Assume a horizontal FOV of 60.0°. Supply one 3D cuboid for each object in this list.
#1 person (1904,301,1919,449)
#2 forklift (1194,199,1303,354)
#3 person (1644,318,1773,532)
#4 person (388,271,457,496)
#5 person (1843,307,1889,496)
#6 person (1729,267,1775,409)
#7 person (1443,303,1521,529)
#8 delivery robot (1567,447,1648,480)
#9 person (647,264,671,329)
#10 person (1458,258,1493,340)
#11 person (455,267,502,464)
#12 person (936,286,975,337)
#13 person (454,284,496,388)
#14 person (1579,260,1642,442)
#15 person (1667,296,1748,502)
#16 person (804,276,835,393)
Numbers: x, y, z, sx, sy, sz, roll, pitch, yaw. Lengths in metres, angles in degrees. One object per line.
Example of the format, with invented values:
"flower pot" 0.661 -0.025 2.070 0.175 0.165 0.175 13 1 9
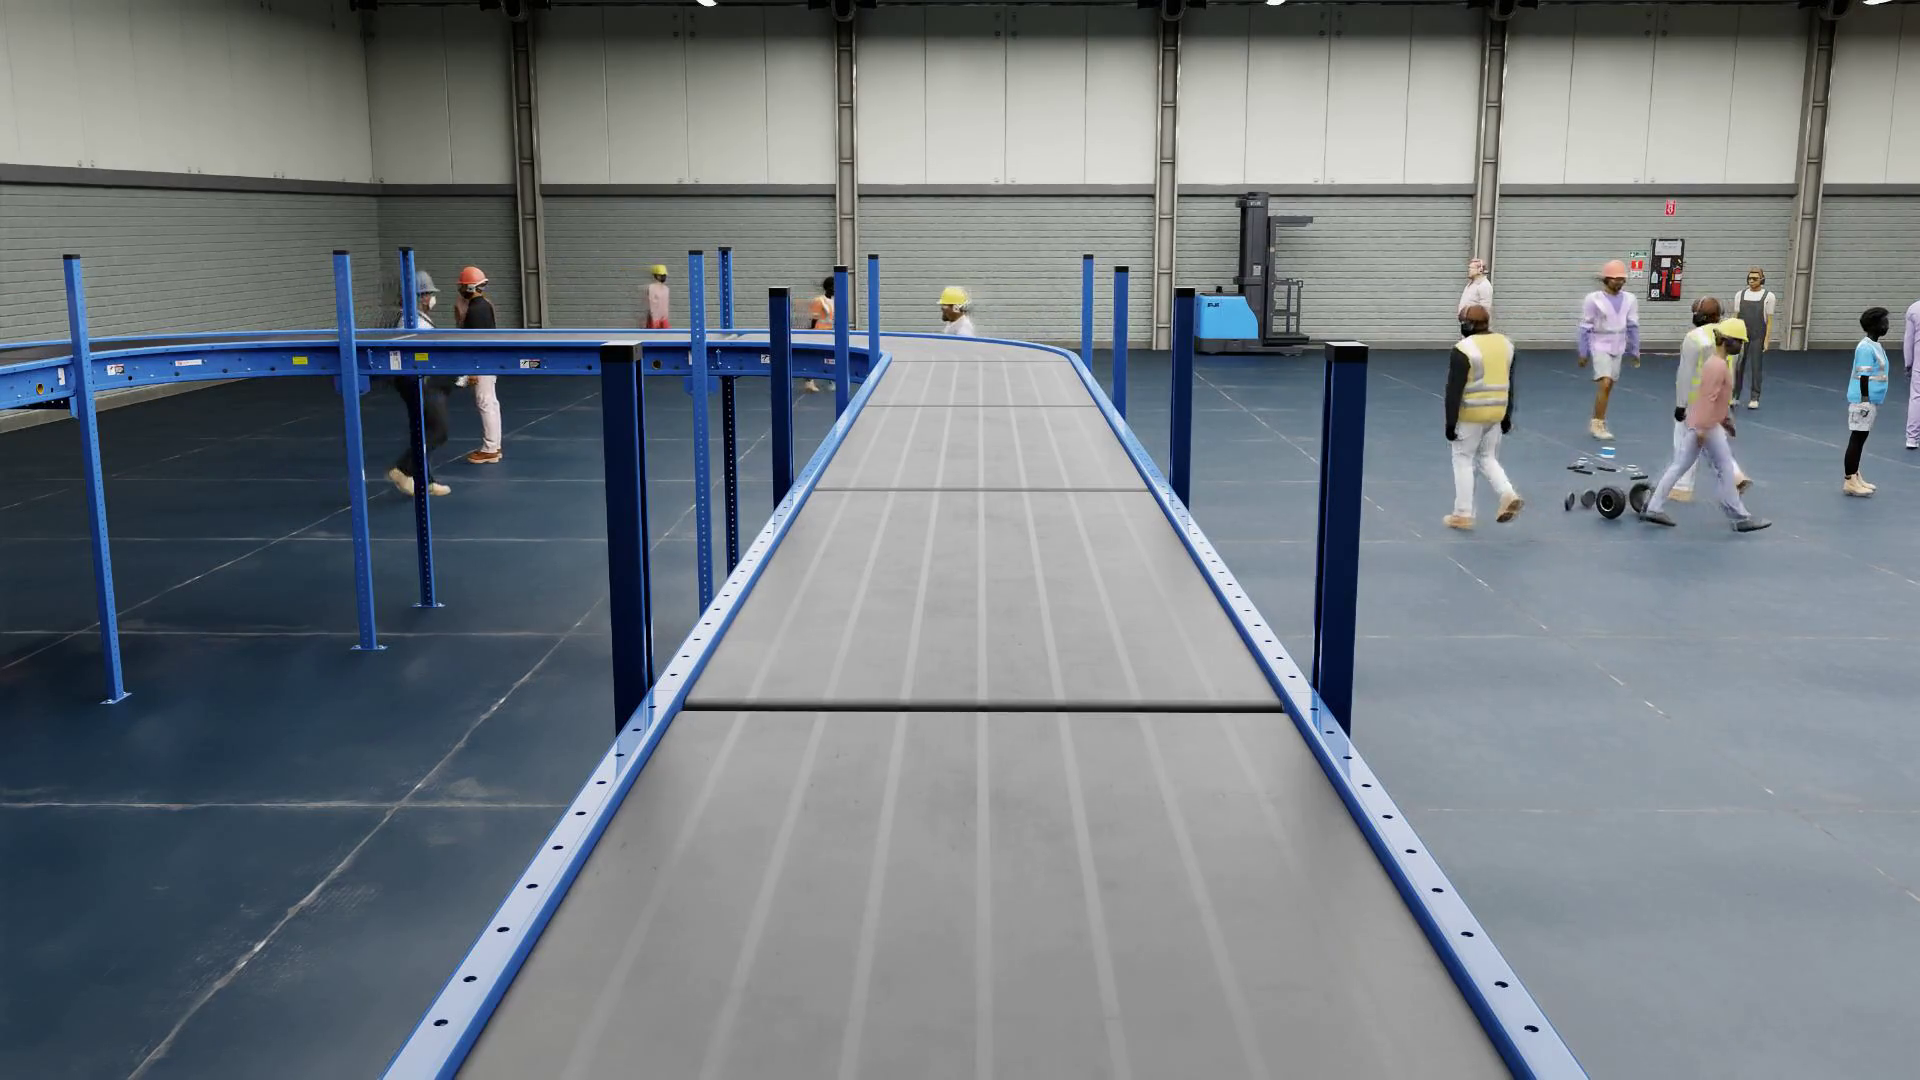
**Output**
"person" 10.519 -1.916 17.917 0.406 1.911 0.637 -11 15 -43
"forklift" 5.313 -4.851 30.603 1.873 2.768 1.129 0 11 1
"person" 6.012 -0.918 13.312 0.953 1.700 0.536 4 12 18
"person" -4.786 -1.369 14.872 0.571 2.000 0.678 -5 12 -24
"person" 8.233 -1.264 15.101 0.318 1.699 0.535 8 13 34
"person" 10.395 -2.655 21.876 0.507 1.846 0.345 9 14 40
"person" 4.200 -0.979 13.340 0.647 1.814 0.572 -6 13 -29
"delivery robot" 5.545 -0.677 14.232 0.335 0.223 0.698 -6 13 -28
"person" -4.964 -3.632 27.160 0.761 1.740 0.535 7 13 33
"person" 7.303 -3.045 23.707 0.409 1.913 0.642 -1 11 -6
"person" -4.935 -1.796 17.071 0.395 1.994 0.612 -1 11 -3
"person" -0.090 -1.593 16.471 0.497 1.819 0.619 -3 11 -14
"person" -7.221 -3.063 24.731 0.531 1.552 1.019 1 11 6
"person" 7.335 -2.106 18.631 0.615 2.011 0.862 -3 11 -13
"person" 6.569 -1.222 14.604 0.635 1.815 0.650 -5 12 -24
"person" -1.906 -2.913 23.645 0.818 1.649 0.551 4 12 20
